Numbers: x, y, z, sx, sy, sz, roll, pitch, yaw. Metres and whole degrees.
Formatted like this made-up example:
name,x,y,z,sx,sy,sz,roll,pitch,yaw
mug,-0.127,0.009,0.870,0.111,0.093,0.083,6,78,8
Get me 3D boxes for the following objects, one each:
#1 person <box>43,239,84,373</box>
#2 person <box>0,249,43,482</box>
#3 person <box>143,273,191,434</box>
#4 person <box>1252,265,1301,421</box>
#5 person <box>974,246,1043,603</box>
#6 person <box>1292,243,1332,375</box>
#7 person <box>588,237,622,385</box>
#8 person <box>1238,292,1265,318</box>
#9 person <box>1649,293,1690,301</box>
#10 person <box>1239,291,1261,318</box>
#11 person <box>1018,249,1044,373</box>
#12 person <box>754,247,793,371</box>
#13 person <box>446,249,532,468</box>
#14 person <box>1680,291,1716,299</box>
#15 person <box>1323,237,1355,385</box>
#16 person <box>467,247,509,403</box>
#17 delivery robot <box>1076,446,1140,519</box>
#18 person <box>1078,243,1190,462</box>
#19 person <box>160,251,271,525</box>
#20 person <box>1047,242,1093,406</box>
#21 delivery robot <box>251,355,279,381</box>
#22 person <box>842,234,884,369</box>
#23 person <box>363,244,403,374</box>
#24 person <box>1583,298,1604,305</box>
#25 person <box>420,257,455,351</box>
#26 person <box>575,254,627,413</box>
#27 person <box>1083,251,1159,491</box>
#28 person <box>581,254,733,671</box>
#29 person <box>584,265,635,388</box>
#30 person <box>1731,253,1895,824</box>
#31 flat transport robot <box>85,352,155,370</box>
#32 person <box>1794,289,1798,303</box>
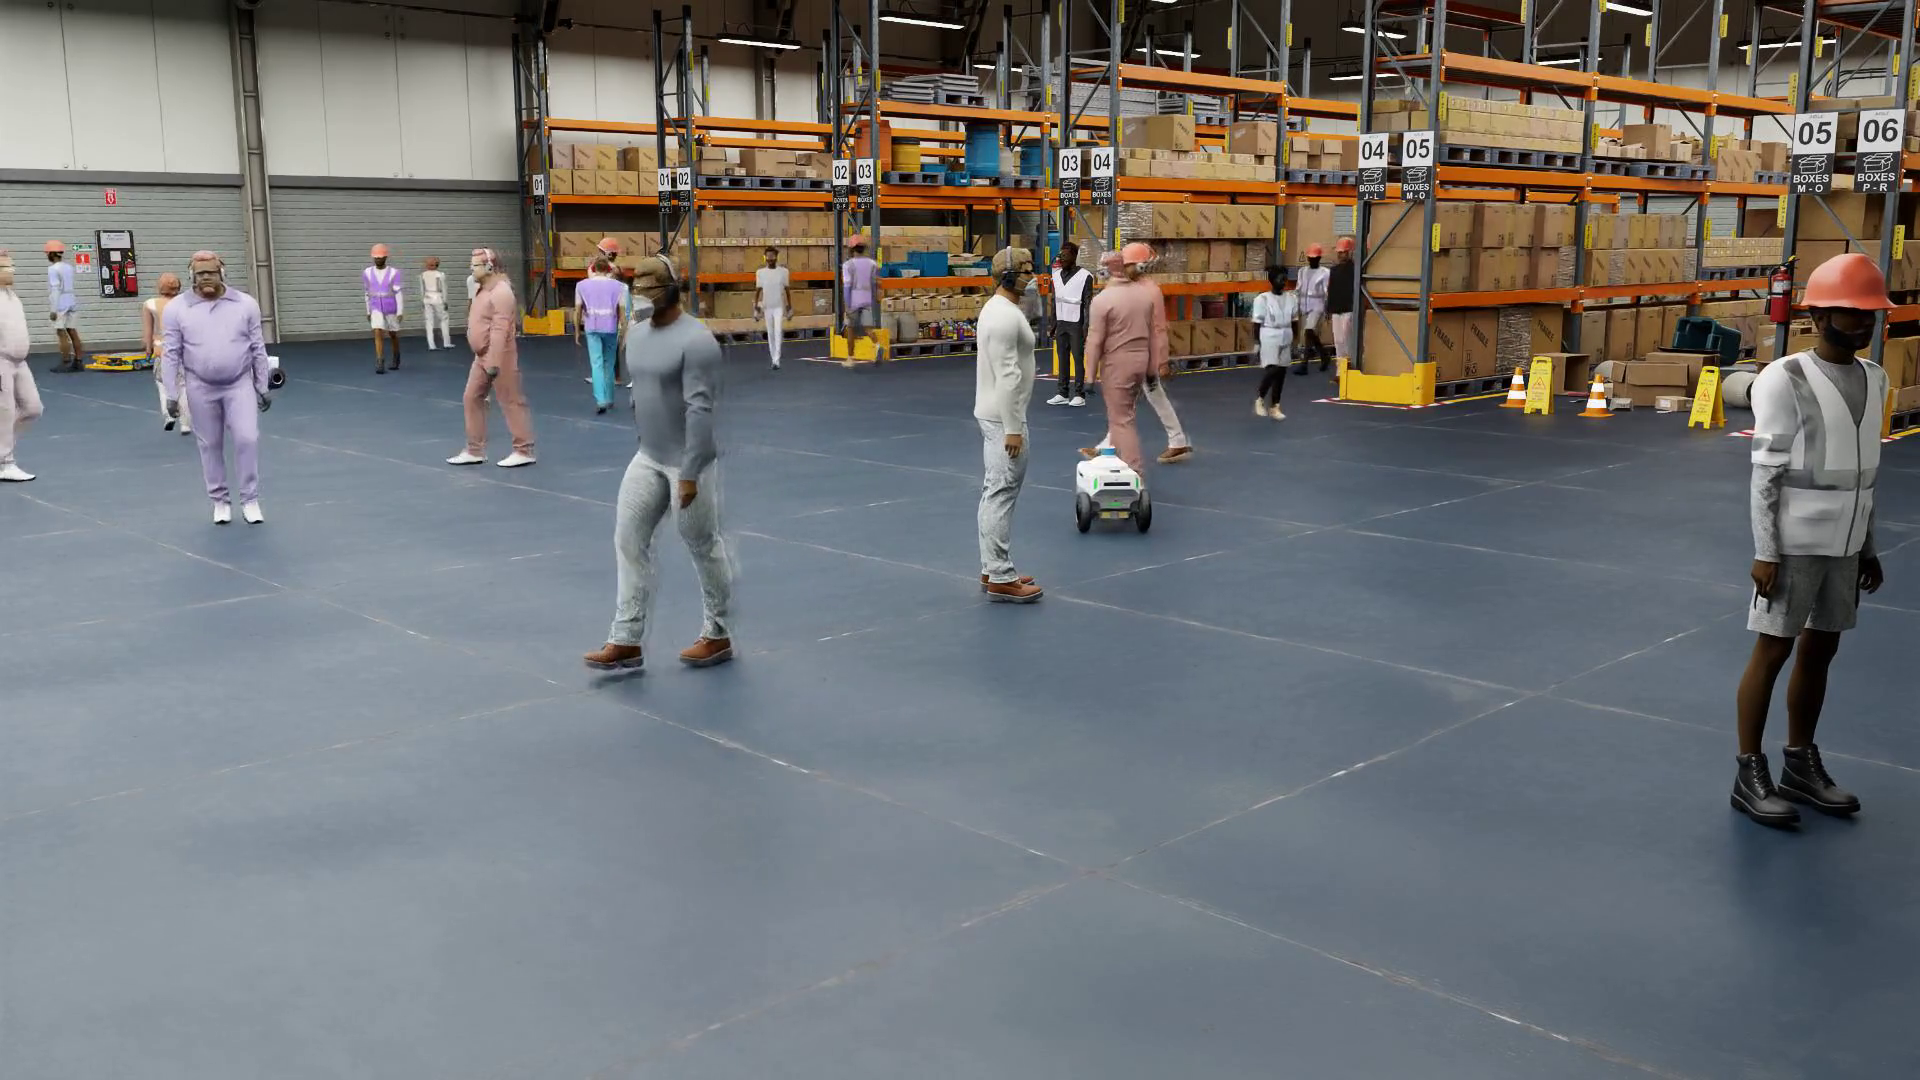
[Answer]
name,x,y,z,sx,sy,sz,roll,pitch,yaw
person,-13.255,-3.448,24.513,0.371,1.935,0.551,1,10,3
person,-7.807,-1.418,13.588,0.425,1.893,0.645,0,10,-2
person,-7.957,-1.885,16.841,0.538,1.623,0.386,-5,11,-24
person,3.427,-2.126,18.002,0.541,1.686,0.368,-5,12,-26
person,0.264,-0.645,9.222,0.373,1.940,0.627,-1,10,-4
person,5.185,-3.377,24.241,0.912,1.904,0.550,-9,14,-40
person,-4.775,-3.093,22.474,0.654,1.973,0.440,10,14,42
person,5.411,-4.599,30.621,0.741,2.000,0.684,-8,13,-36
person,12.416,-4.314,29.040,0.815,2.014,0.637,-8,13,-37
person,5.155,-4.168,29.031,0.763,1.726,0.542,-6,12,-31
person,0.975,-3.261,23.865,0.626,1.792,0.873,-9,14,-41
person,-2.789,-3.429,24.714,0.554,1.819,0.990,0,10,1
person,-4.123,-1.556,14.351,0.811,1.876,0.685,-7,12,-33
person,13.542,-4.529,30.571,0.988,1.883,0.586,-7,12,-33
person,5.158,-3.084,22.433,0.431,1.980,0.619,-5,12,-27
person,-5.645,-2.583,20.018,0.514,1.865,0.321,-4,11,-22
delivery robot,1.027,-0.409,11.576,0.477,0.478,0.707,-1,10,-5
person,1.576,-1.616,14.554,1.083,1.930,0.591,-2,11,-12
person,-5.102,-1.023,11.428,0.685,1.879,0.773,-5,11,-25
person,1.314,-2.553,19.688,0.598,1.915,0.375,10,14,43
delivery robot,-9.342,-2.294,21.852,0.477,0.478,0.707,8,13,36
person,-1.478,-3.564,24.919,0.614,2.022,0.849,-8,13,-36
person,-8.486,-3.428,24.566,0.550,1.894,1.004,-1,10,-7
person,11.099,-4.179,29.441,0.855,1.591,0.516,-8,13,-38
person,-9.158,-4.148,29.174,0.540,1.614,0.674,2,11,12
person,-4.107,-2.368,19.042,0.588,1.796,0.984,-3,11,-14
person,1.192,-1.311,13.048,0.680,1.866,0.767,-10,14,-43
person,-1.391,-0.329,7.569,0.655,1.902,0.877,9,14,41
person,-4.511,-2.774,21.750,0.526,1.598,0.821,9,14,41
person,2.947,0.001,5.698,0.542,1.939,0.361,-4,11,-21
flat transport robot,-12.455,-2.735,25.289,0.652,0.197,1.431,5,11,25
person,16.346,-4.972,32.839,0.453,1.926,0.642,-6,12,-31
